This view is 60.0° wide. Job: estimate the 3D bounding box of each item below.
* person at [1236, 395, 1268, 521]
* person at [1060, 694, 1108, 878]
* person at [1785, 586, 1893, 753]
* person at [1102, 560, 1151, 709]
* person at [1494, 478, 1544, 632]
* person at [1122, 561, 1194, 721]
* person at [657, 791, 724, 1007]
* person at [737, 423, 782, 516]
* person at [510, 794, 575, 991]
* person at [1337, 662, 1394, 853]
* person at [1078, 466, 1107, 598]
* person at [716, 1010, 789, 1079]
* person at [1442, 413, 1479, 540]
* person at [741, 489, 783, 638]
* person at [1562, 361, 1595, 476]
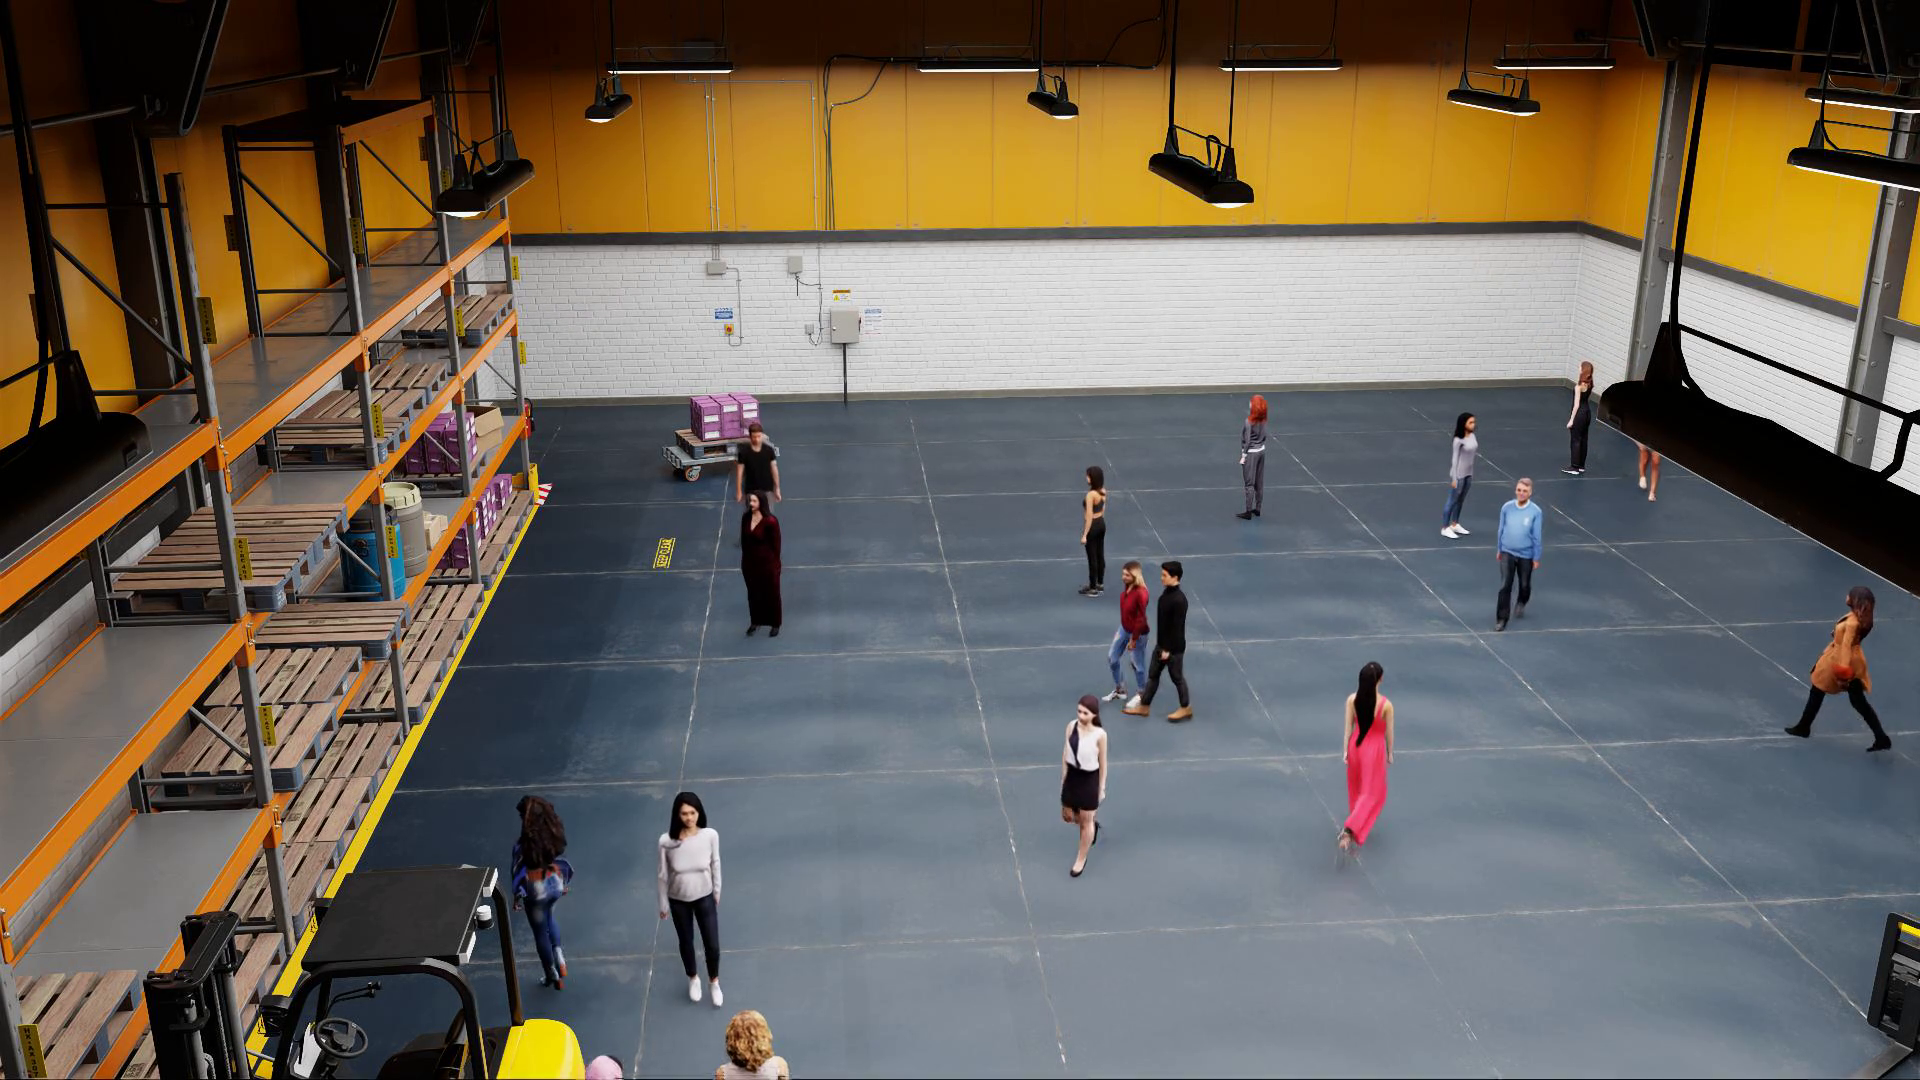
[{"bbox_3d":[4.123,-1.175,23.339,0.655,1.780,0.684,-15,24,-38],"label":"person"},{"bbox_3d":[1.080,2.035,14.026,0.775,1.640,0.852,11,22,30],"label":"person"},{"bbox_3d":[8.712,1.295,16.169,1.163,1.675,1.298,-17,25,-40],"label":"person"},{"bbox_3d":[1.864,0.967,17.231,0.768,1.618,0.694,-9,21,-25],"label":"person"},{"bbox_3d":[6.559,0.130,19.462,1.100,1.780,1.251,10,21,28],"label":"person"},{"bbox_3d":[2.183,1.046,16.876,0.834,1.695,0.948,-5,19,-14],"label":"person"},{"bbox_3d":[-1.992,2.598,12.277,0.636,1.690,0.620,-4,19,-11],"label":"person"},{"bbox_3d":[-2.638,-0.661,21.707,0.787,1.846,0.813,-7,20,-19],"label":"person"},{"bbox_3d":[-3.034,2.630,12.306,0.806,1.610,0.744,15,24,37],"label":"person"},{"bbox_3d":[3.474,1.907,14.311,0.993,1.701,1.084,13,23,34],"label":"person"},{"bbox_3d":[1.659,-0.116,20.409,0.686,1.644,0.610,13,22,33],"label":"person"},{"bbox_3d":[-1.182,3.507,9.619,0.641,1.662,0.604,-4,19,-11],"label":"person"},{"bbox_3d":[6.779,-0.890,22.567,0.686,1.733,0.726,-17,25,-40],"label":"person"},{"bbox_3d":[-2.277,0.255,19.131,0.777,1.756,0.803,10,21,27],"label":"person"},{"bbox_3d":[9.530,-1.886,25.503,0.666,1.747,0.699,-16,24,-39],"label":"person"}]
